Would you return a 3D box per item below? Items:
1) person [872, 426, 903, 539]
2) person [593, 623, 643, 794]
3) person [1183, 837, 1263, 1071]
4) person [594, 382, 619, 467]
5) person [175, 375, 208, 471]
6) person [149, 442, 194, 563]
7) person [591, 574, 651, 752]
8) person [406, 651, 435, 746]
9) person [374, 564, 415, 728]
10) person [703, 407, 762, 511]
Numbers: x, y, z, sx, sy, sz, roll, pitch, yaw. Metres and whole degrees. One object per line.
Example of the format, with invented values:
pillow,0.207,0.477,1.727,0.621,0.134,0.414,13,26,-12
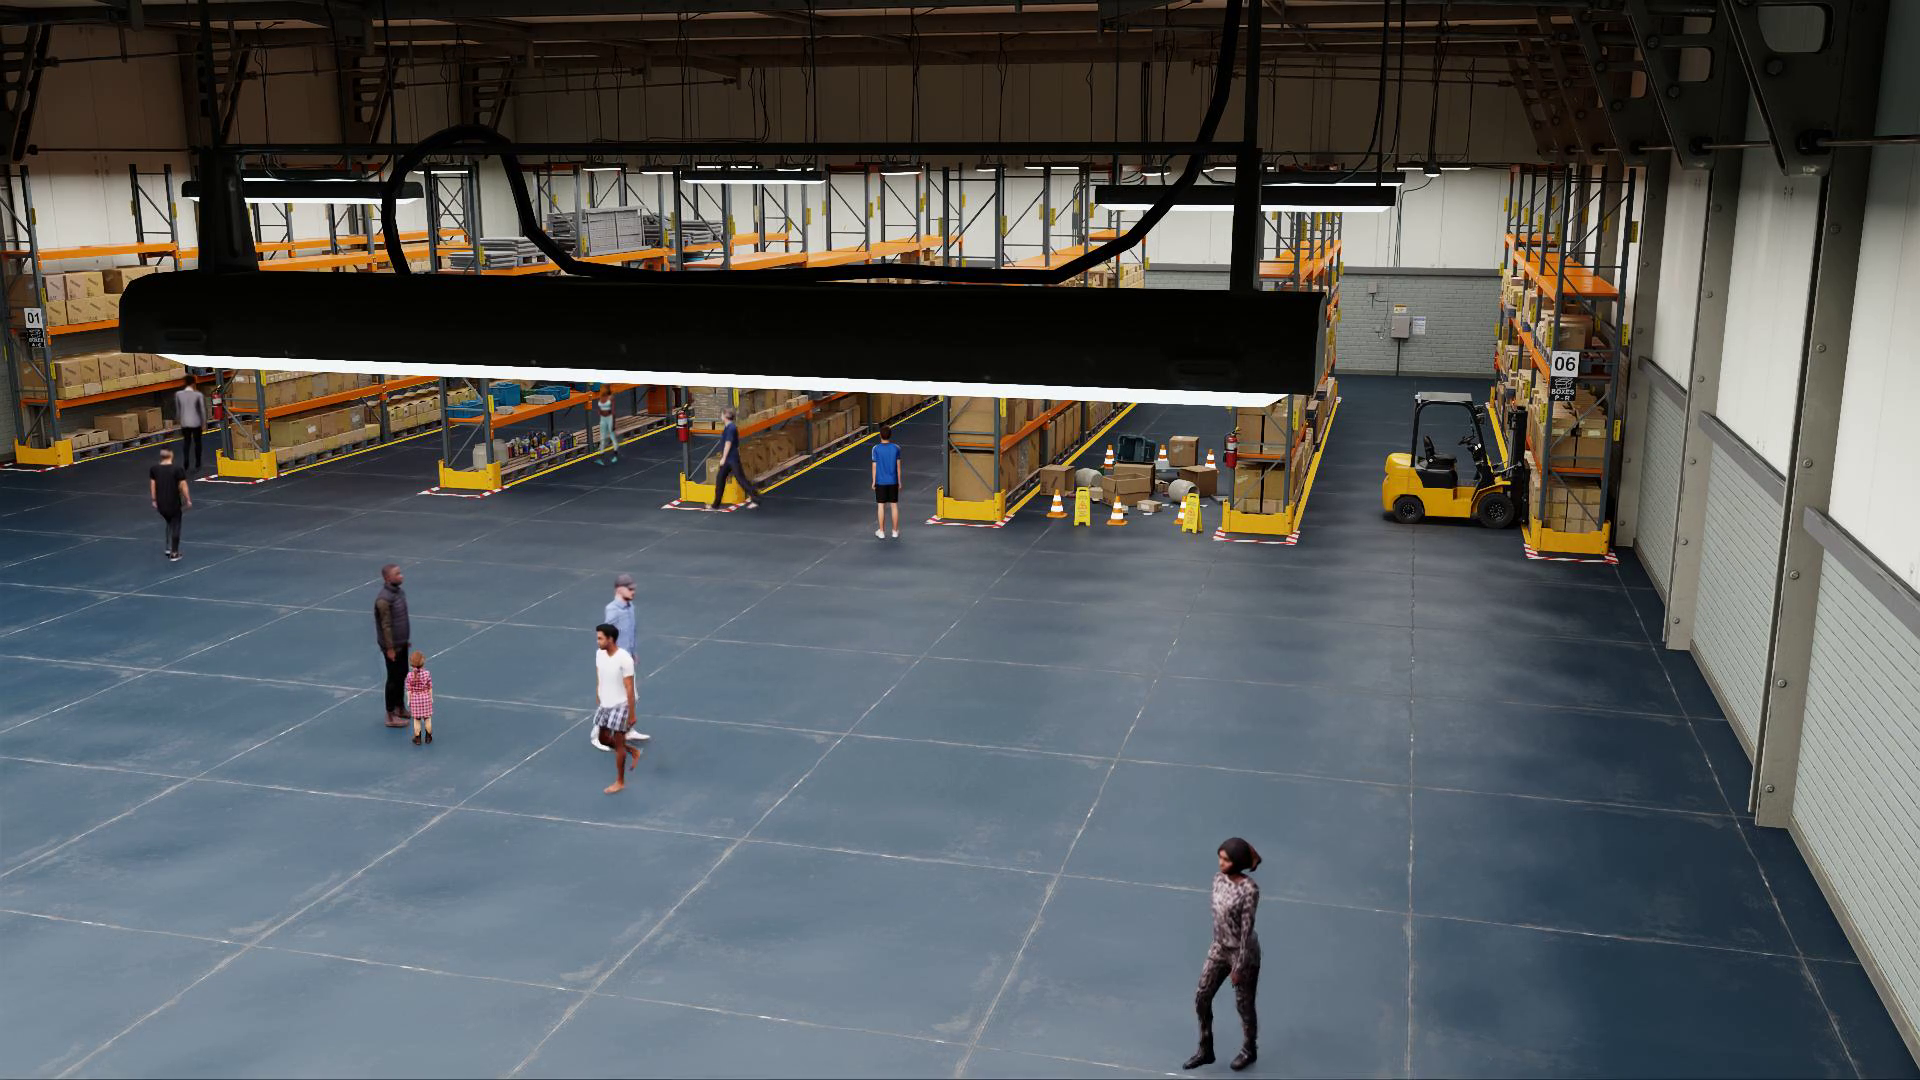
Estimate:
person,-1.214,-0.973,27.506,0.742,1.865,0.743,-3,13,-13
person,-3.365,1.638,16.587,0.820,1.705,0.930,9,16,35
person,1.958,2.840,11.417,0.905,1.696,0.825,-10,16,-37
person,-7.133,-2.358,33.907,0.578,1.676,1.074,3,13,13
person,-15.436,-2.340,33.324,0.971,1.905,1.091,-2,13,-9
person,-12.313,-0.580,25.827,0.718,1.858,0.676,1,13,5
person,-3.631,1.283,17.753,0.911,1.871,0.692,4,14,18
person,-5.814,1.690,17.878,0.502,1.021,0.559,-7,15,-27
person,-6.258,1.146,18.421,0.785,1.836,0.583,1,13,3
person,-3.951,-1.393,29.451,1.244,1.806,1.273,-5,14,-22
